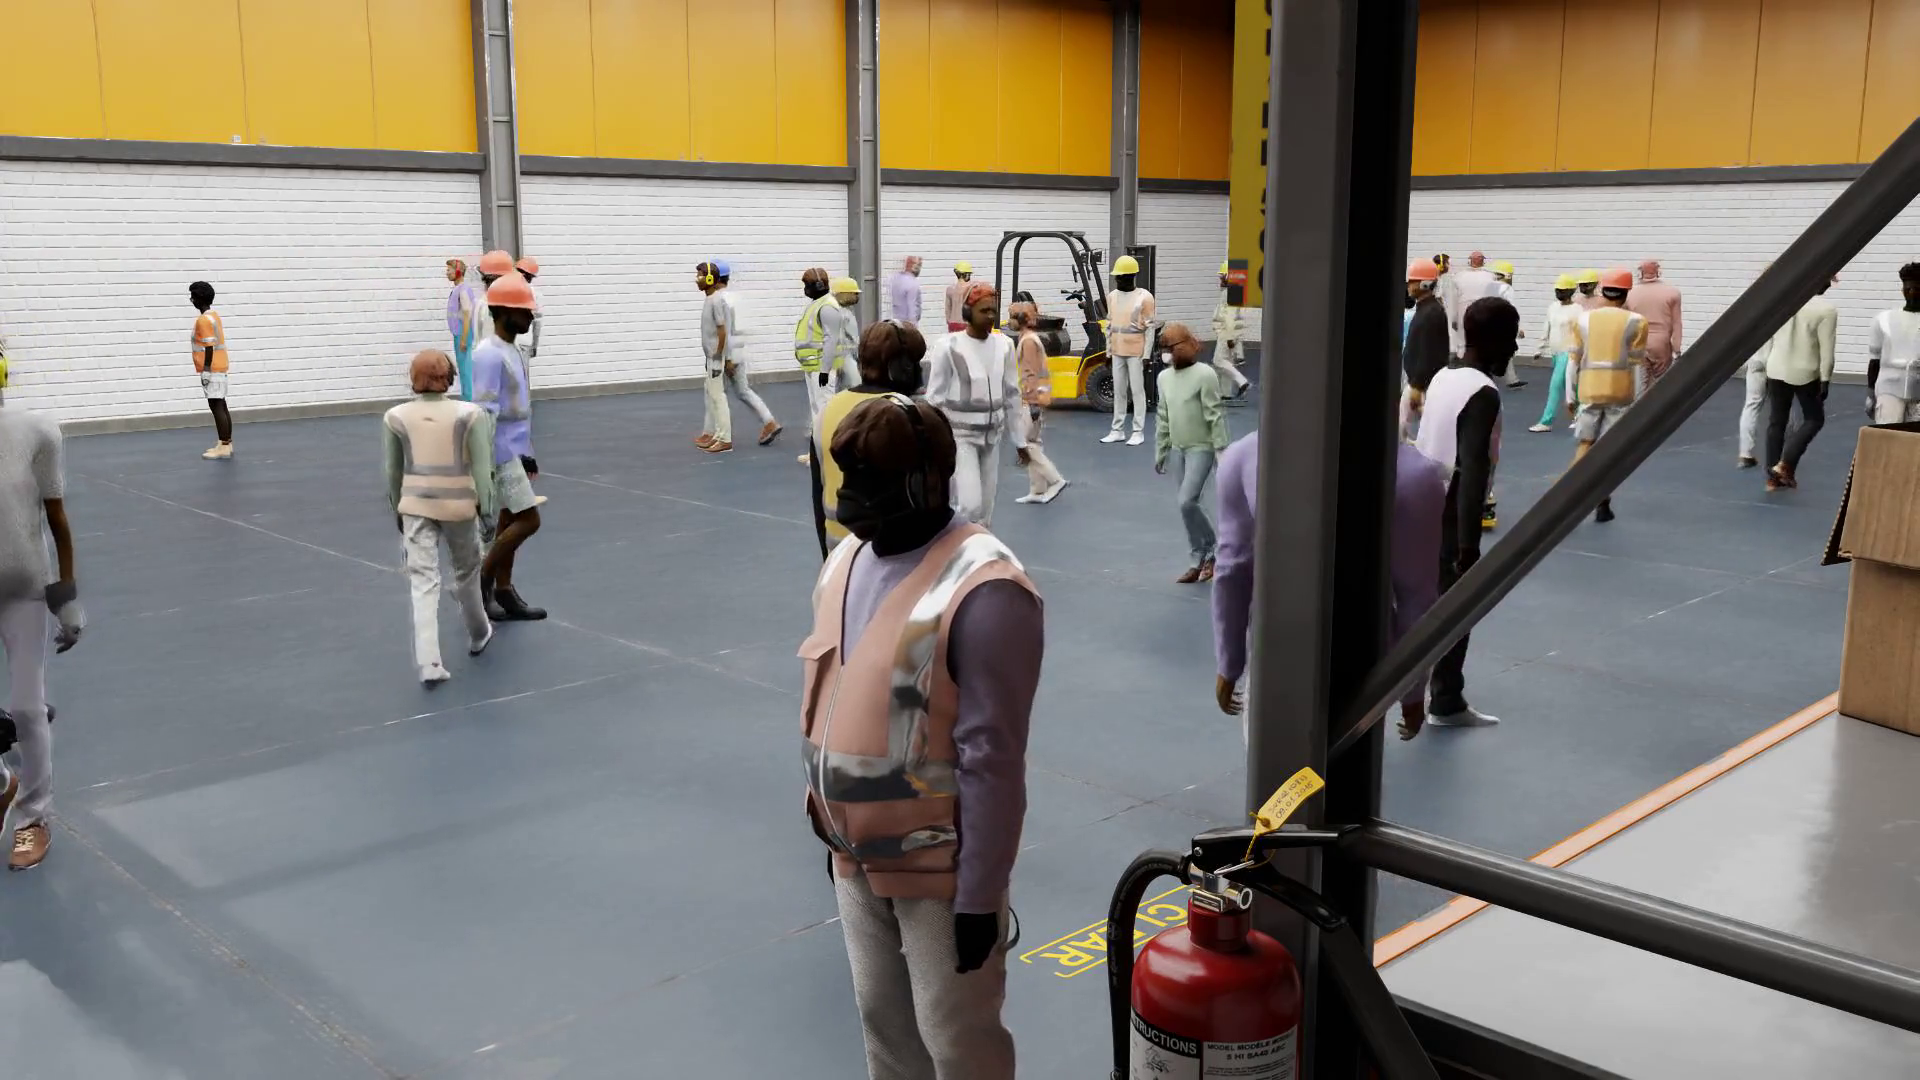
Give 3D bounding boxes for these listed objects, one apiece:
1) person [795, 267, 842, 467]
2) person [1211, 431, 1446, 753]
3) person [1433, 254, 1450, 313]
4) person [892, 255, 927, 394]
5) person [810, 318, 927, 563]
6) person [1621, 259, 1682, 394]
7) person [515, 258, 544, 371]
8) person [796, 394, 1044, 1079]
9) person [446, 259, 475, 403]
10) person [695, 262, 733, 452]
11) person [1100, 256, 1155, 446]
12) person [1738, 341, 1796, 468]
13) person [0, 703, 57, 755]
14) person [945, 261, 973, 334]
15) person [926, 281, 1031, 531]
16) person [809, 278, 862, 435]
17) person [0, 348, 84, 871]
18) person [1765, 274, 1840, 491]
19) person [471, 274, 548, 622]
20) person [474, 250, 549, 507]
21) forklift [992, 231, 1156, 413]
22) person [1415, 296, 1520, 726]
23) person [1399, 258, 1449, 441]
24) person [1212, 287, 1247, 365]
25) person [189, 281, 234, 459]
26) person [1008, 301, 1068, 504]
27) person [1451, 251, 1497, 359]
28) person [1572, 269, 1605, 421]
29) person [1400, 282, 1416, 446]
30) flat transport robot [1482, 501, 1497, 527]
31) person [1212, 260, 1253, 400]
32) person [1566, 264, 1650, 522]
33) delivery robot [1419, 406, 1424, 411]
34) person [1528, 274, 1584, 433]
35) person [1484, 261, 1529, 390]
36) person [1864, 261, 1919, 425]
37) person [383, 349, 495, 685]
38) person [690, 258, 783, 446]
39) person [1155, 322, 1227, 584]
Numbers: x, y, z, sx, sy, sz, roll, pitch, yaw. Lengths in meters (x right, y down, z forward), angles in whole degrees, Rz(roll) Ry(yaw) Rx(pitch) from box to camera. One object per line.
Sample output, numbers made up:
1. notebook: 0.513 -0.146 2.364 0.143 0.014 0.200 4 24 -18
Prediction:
1. person: -1.312 -1.596 15.404 0.429 1.840 0.624 -3 11 -18
2. person: 1.052 0.335 4.712 0.634 1.906 0.838 6 12 28
3. person: 6.788 -3.118 23.614 0.329 1.872 0.507 0 10 -2
4. person: -0.790 -2.859 22.189 0.672 1.874 0.691 -5 11 -25
5. person: -0.253 0.132 5.976 0.429 1.839 0.634 -10 14 -42
6. person: 7.380 -2.060 17.815 0.665 1.875 0.643 5 12 26
7. person: -5.044 -2.273 18.977 0.619 1.878 0.707 -1 10 -4
8. person: -0.101 0.624 3.325 0.431 1.836 0.619 -8 13 -36
9. person: -5.980 -2.446 20.014 0.390 1.846 0.565 -5 12 -25
10. person: -2.436 -1.798 16.418 0.309 1.868 0.535 -3 11 -17
11. person: 1.710 -1.924 16.952 0.589 1.924 0.384 10 14 44
12. person: 7.550 -1.622 15.386 0.986 1.896 0.650 -10 14 -43
13. person: -4.224 -0.009 6.604 0.963 1.891 0.549 -8 13 -38
14. person: 0.027 -3.023 23.384 0.526 1.765 0.329 8 13 37
15. person: 0.089 -0.574 9.754 0.616 1.867 0.414 -8 13 -39
16. person: -1.180 -1.886 17.366 0.904 1.697 0.489 0 10 1
17. person: -3.222 0.200 5.574 0.509 1.856 0.387 -3 11 -18
18. person: 6.941 -1.361 13.780 0.443 1.965 0.670 -7 13 -34
19. person: -2.458 -0.480 9.098 0.439 1.922 0.556 -1 10 -7
20. person: -3.655 -1.233 12.921 0.736 2.020 0.618 -3 11 -18
21. forklift: 1.222 -2.721 20.561 2.313 2.155 1.214 2 11 13
22. person: 1.999 -0.083 7.024 0.653 1.889 0.638 0 10 -1
23. person: 3.674 -1.285 13.410 1.045 1.937 0.644 1 10 6
24. person: 4.419 -3.652 27.246 0.833 1.591 0.526 -7 13 -34
25. person: -7.183 -1.628 15.948 0.318 1.698 0.539 -3 11 -15
26. person: 0.587 -1.073 13.141 0.430 1.614 0.536 0 10 2
27. person: 7.334 -3.155 23.697 0.651 1.913 0.410 7 12 32
28. person: 7.187 -2.240 19.170 0.669 1.740 0.548 -6 12 -31
29. person: 4.329 -1.752 16.682 0.591 1.671 0.559 -2 11 -13
30. flat transport robot: 3.687 -0.312 12.676 0.652 0.197 1.431 2 11 12
31. person: 3.446 -2.628 21.086 0.495 1.817 0.597 4 11 21
32. person: 4.786 -1.077 12.358 0.555 1.924 0.550 7 13 34
33. delivery robot: 5.297 -1.757 19.523 0.477 0.478 0.707 0 10 0
34. person: 6.613 -2.043 18.163 0.910 1.724 0.534 -3 11 -17
35. person: 7.414 -2.917 22.777 0.946 1.787 0.592 -2 11 -9
36. person: 7.229 -1.144 12.657 0.620 1.939 0.785 7 13 34
37. person: -2.520 -0.133 8.095 0.525 1.583 0.899 -1 10 -5
38. person: -2.266 -1.884 16.810 0.935 1.910 0.615 2 11 11
39. person: 1.394 -0.520 10.147 0.371 1.607 0.536 -6 12 -32
